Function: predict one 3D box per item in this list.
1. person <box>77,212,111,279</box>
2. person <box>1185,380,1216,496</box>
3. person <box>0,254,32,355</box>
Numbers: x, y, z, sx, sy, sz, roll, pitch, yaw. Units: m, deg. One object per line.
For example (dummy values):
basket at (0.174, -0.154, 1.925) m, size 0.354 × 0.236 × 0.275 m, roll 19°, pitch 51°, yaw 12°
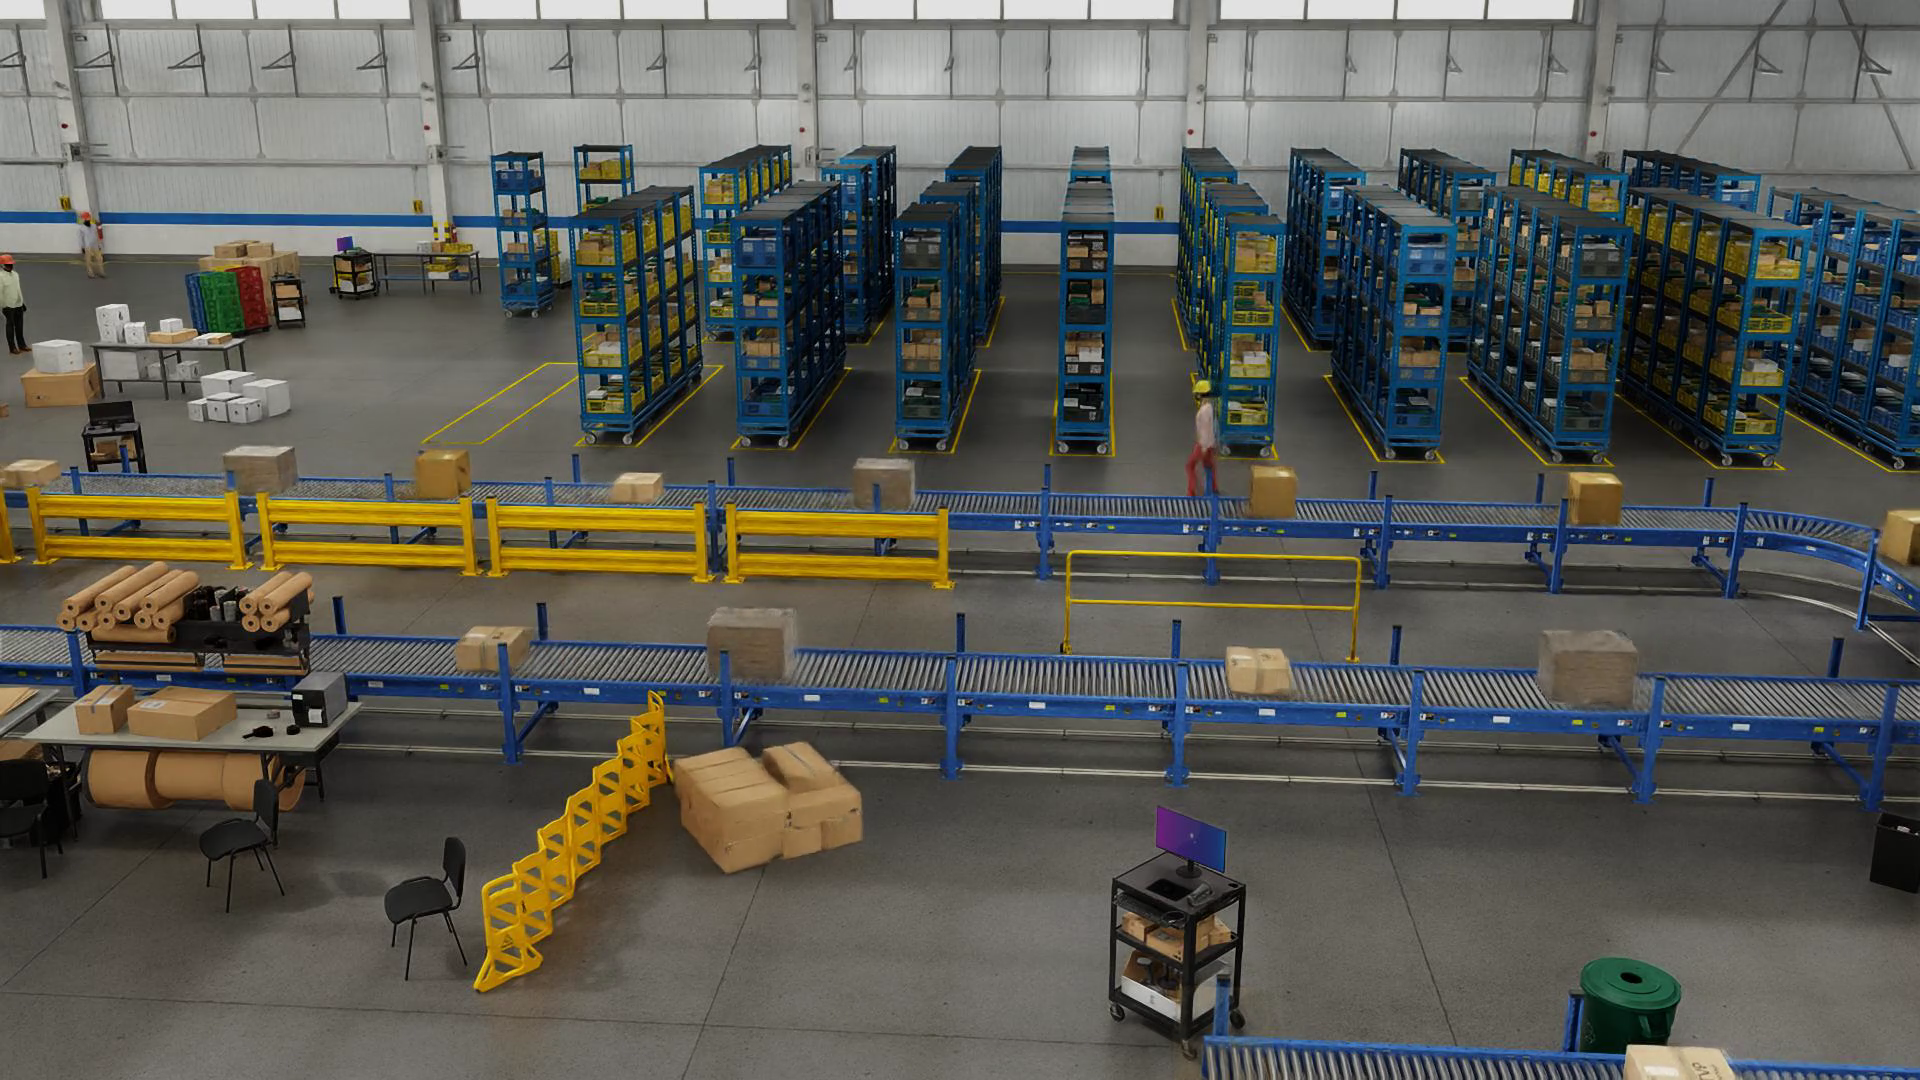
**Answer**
person at (-22.222, -7.530, 42.615) m, size 0.790 × 1.721 × 0.597 m, roll 11°, pitch 20°, yaw 31°
person at (3.279, -1.344, 22.971) m, size 0.683 × 1.742 × 0.546 m, roll 5°, pitch 18°, yaw 14°
person at (-18.915, -4.706, 33.227) m, size 0.389 × 1.992 × 0.625 m, roll 3°, pitch 18°, yaw 9°
